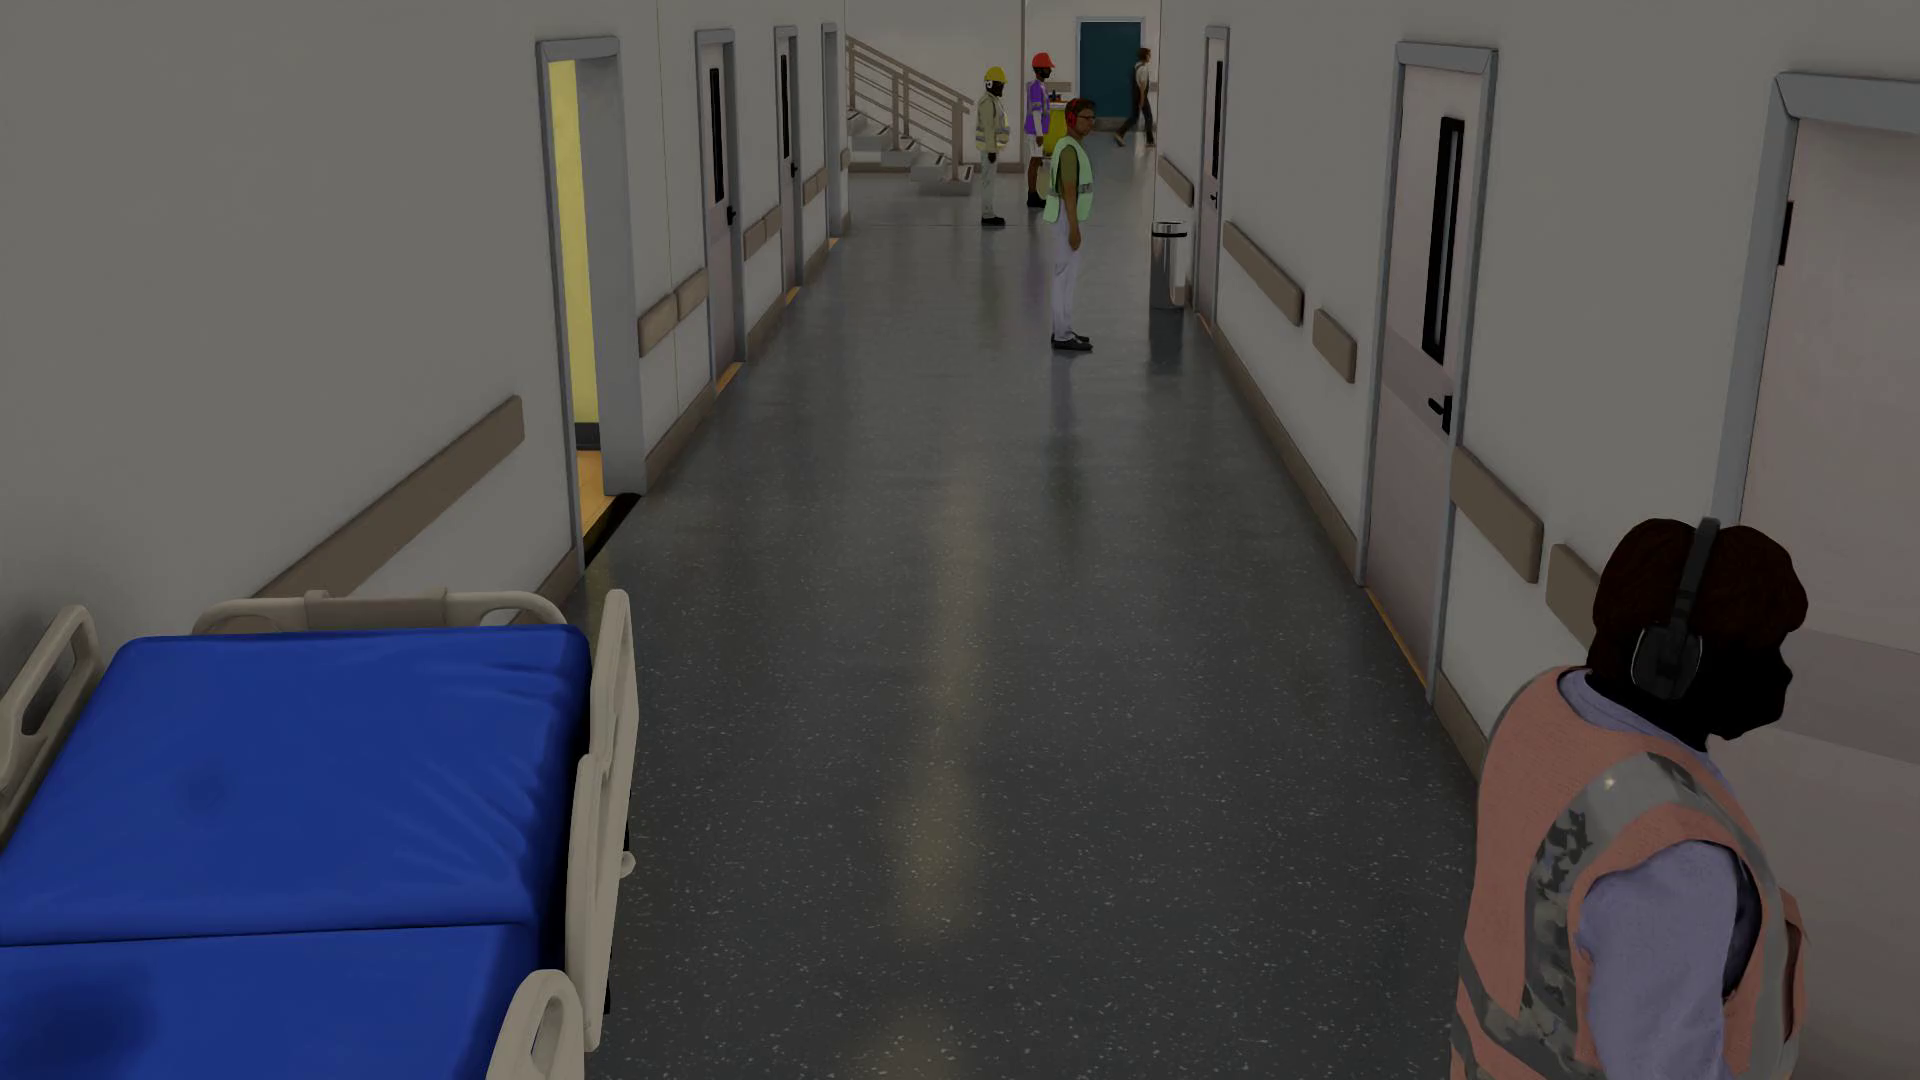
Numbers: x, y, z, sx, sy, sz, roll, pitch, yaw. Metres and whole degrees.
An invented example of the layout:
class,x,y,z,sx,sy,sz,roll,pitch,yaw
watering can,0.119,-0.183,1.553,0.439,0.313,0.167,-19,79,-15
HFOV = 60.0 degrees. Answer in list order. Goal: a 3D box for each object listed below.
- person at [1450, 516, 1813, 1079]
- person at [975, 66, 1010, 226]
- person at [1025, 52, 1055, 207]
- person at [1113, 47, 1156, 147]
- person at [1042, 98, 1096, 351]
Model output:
class,x,y,z,sx,sy,sz,roll,pitch,yaw
person,0.910,0.853,2.349,0.430,1.840,0.622,1,18,4
person,0.385,-4.633,19.605,0.404,1.827,0.589,1,18,4
person,1.029,-5.282,21.458,0.372,1.939,0.544,1,18,4
person,3.299,-8.199,30.839,0.870,1.816,0.512,-6,19,-18
person,0.813,-2.351,12.412,0.395,1.839,0.564,1,18,4
